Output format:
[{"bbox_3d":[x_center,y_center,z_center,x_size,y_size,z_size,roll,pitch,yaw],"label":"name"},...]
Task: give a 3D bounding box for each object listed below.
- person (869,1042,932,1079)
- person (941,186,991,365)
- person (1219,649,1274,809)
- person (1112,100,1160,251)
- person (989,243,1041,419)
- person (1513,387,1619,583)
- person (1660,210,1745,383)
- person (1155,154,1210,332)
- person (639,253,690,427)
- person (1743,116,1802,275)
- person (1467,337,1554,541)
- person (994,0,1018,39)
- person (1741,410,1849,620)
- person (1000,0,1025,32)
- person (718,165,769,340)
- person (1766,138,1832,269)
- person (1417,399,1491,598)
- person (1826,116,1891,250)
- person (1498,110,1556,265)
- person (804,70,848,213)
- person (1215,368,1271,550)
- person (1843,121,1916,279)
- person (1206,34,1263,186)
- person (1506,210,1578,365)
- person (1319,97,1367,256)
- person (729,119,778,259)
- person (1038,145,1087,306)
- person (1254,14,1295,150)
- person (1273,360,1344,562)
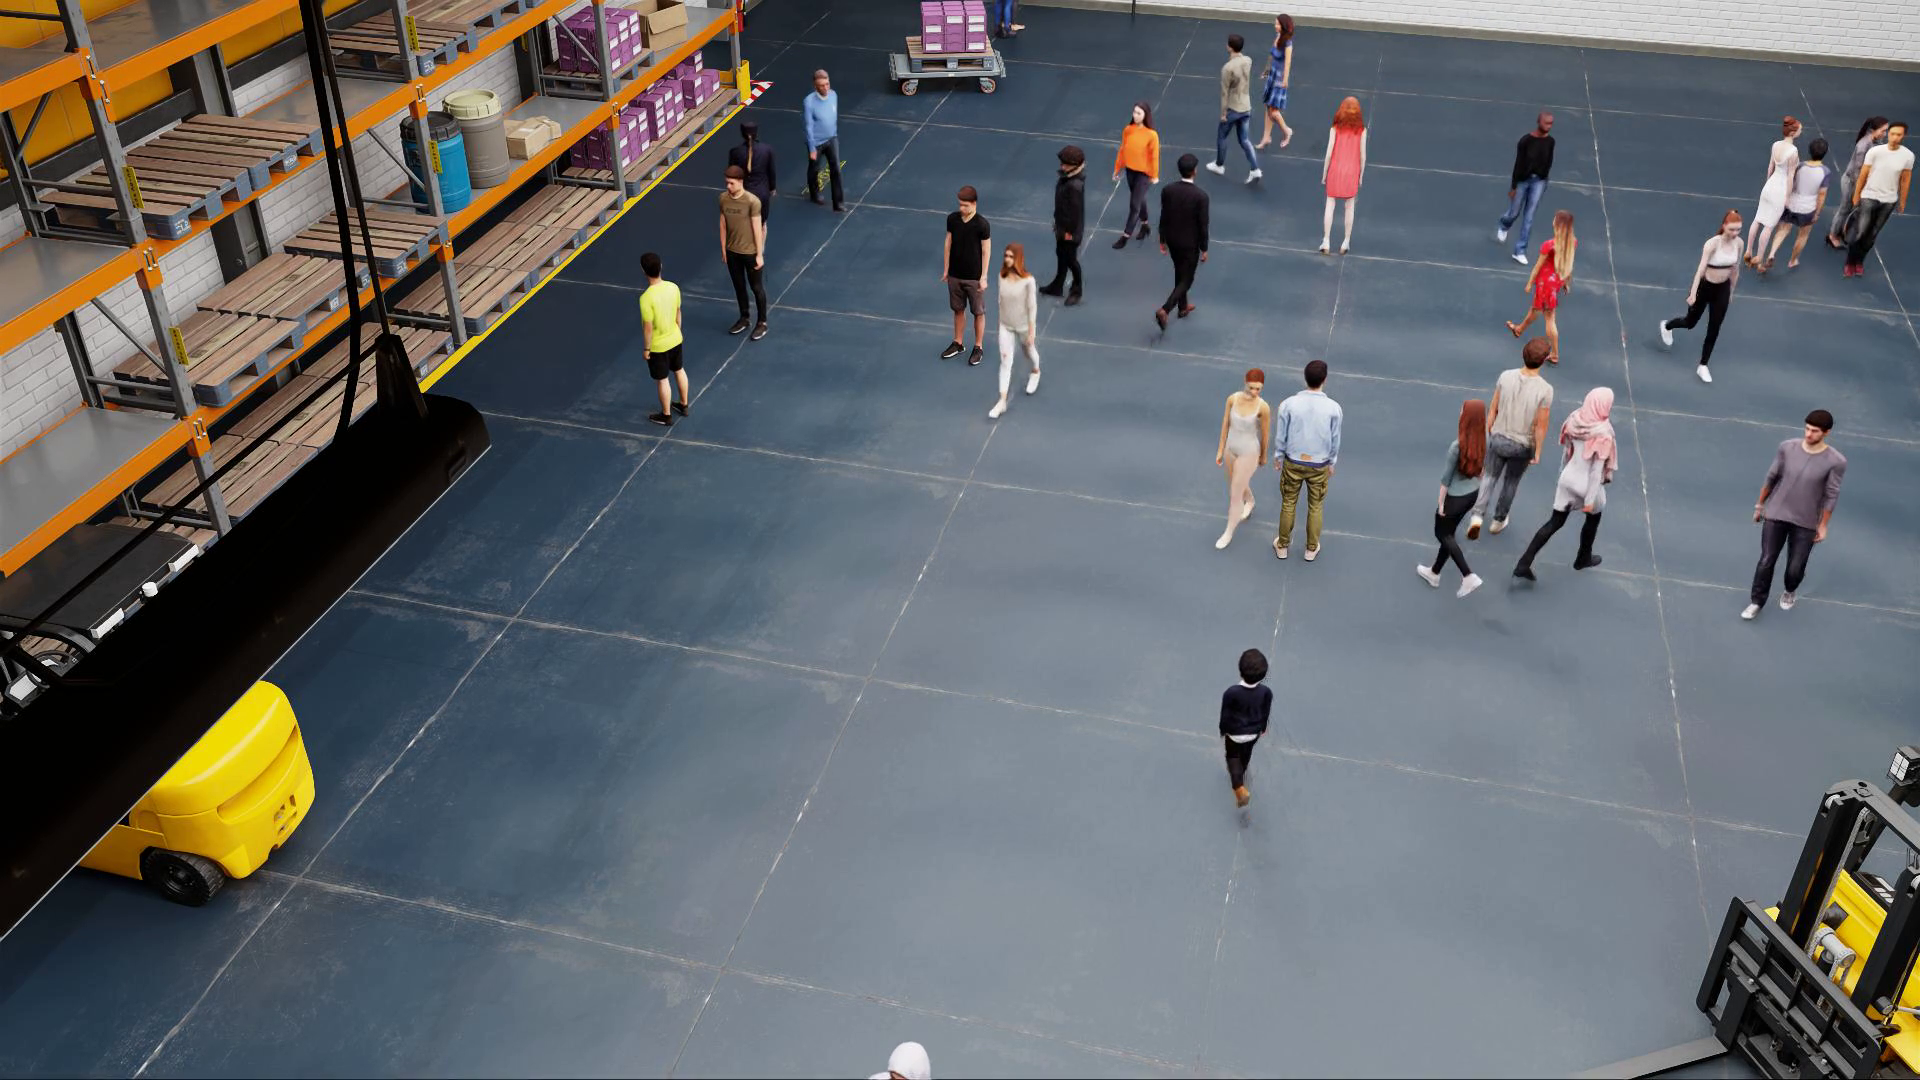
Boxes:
[{"bbox_3d":[-0.229,3.072,8.143,0.647,1.775,0.582,14,36,19],"label":"person"},{"bbox_3d":[0.083,-2.695,16.744,0.729,1.858,0.676,18,37,24],"label":"person"},{"bbox_3d":[1.951,1.284,11.340,0.679,1.213,0.840,-4,34,-7],"label":"person"},{"bbox_3d":[2.118,-4.234,19.188,1.149,1.716,0.968,-28,42,-35],"label":"person"},{"bbox_3d":[0.595,-2.080,15.983,0.778,1.677,1.215,16,37,23],"label":"person"},{"bbox_3d":[4.906,-0.402,13.378,1.170,1.765,1.159,-15,37,-21],"label":"person"},{"bbox_3d":[7.416,-2.498,16.575,0.929,1.717,1.196,-6,34,-9],"label":"person"},{"bbox_3d":[2.295,-3.070,17.307,0.988,1.859,1.233,22,39,29],"label":"person"},{"bbox_3d":[-2.788,-1.900,15.686,0.758,1.706,0.622,25,41,33],"label":"person"},{"bbox_3d":[9.065,-3.845,18.535,0.699,1.791,0.560,-5,34,-8],"label":"person"},{"bbox_3d":[4.563,-0.784,13.852,0.864,1.878,1.070,19,38,27],"label":"person"},{"bbox_3d":[0.712,-8.675,25.900,0.700,1.682,0.681,-28,42,-35],"label":"person"},{"bbox_3d":[6.559,-0.212,13.023,0.869,1.842,0.914,28,43,35],"label":"person"},{"bbox_3d":[0.807,-8.996,26.305,0.704,1.768,0.692,-27,42,-34],"label":"person"},{"bbox_3d":[-2.230,-3.003,17.216,0.702,1.849,0.631,15,36,21],"label":"person"},{"bbox_3d":[9.365,-3.703,18.548,0.803,1.540,0.972,26,42,34],"label":"person"},{"bbox_3d":[4.024,-0.286,13.239,0.913,1.727,0.989,-17,37,-23],"label":"person"},{"bbox_3d":[10.183,-4.086,19.030,0.822,1.644,0.734,29,43,36],"label":"person"},{"bbox_3d":[6.423,-4.053,18.899,0.797,1.734,1.028,-3,34,-4],"label":"person"},{"bbox_3d":[-1.695,-4.855,20.094,1.114,1.748,1.144,-26,41,-33],"label":"person"},{"bbox_3d":[2.415,-0.763,14.063,0.781,1.608,1.038,24,40,31],"label":"person"},{"bbox_3d":[10.193,-3.813,18.494,0.660,1.783,0.669,6,34,9],"label":"person"},{"bbox_3d":[3.515,-5.353,20.748,1.194,1.853,1.204,-19,38,-26],"label":"person"},{"bbox_3d":[5.989,-2.511,16.748,0.996,1.547,1.104,-15,37,-21],"label":"person"},{"bbox_3d":[4.362,-4.142,18.951,0.633,1.825,0.560,4,34,5],"label":"person"},{"bbox_3d":[-2.305,-3.861,18.675,0.875,1.663,0.934,-7,34,-11],"label":"person"},{"bbox_3d":[1.199,-3.381,17.864,0.885,1.761,0.776,0,34,-1],"label":"person"},{"bbox_3d":[4.194,-5.962,21.715,0.874,1.796,0.799,-6,34,-9],"label":"person"},{"bbox_3d":[2.854,-0.644,13.703,0.681,1.810,0.566,6,34,9],"label":"person"}]
